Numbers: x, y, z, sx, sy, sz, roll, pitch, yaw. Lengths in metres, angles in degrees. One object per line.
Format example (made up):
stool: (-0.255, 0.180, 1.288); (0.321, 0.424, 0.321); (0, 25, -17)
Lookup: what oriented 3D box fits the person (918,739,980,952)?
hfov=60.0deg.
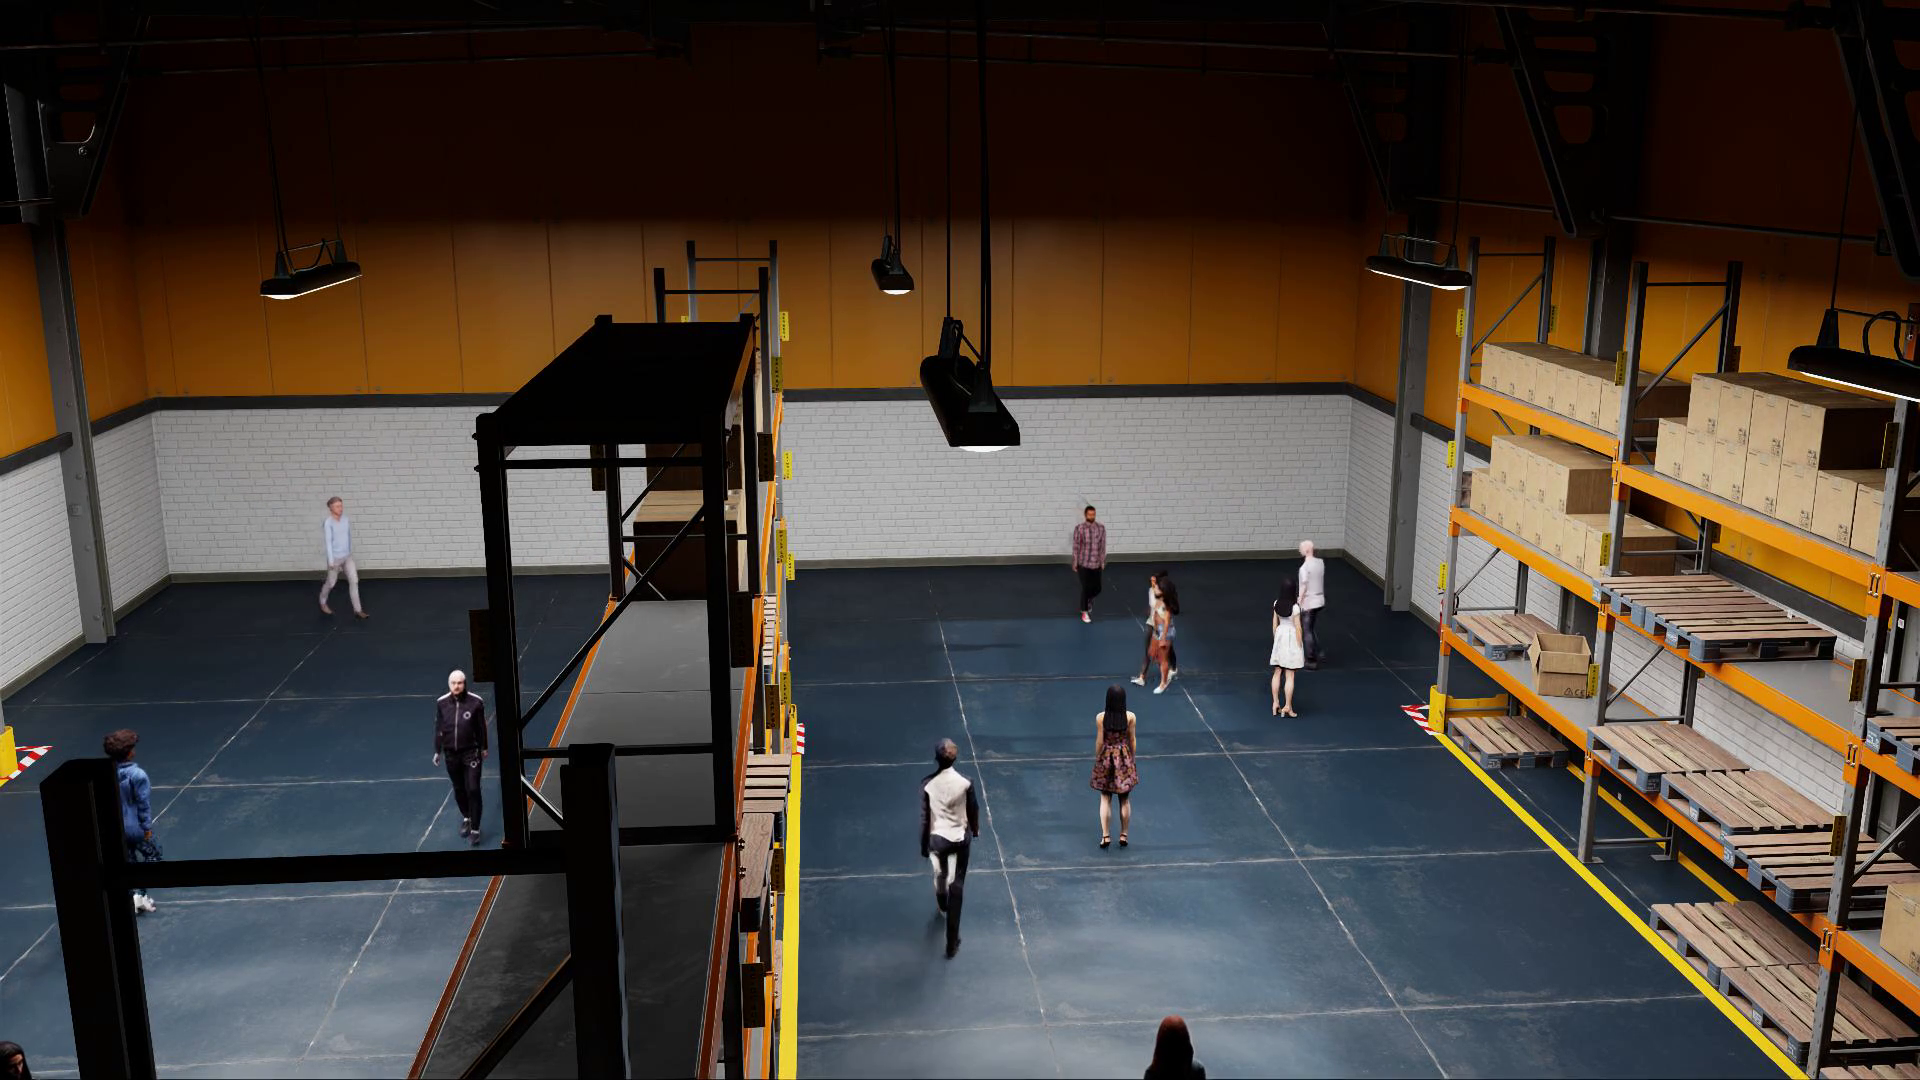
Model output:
person: (-0.097, 2.762, 14.917); (0.807, 1.840, 1.248); (1, 14, 4)

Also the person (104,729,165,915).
person: (-7.764, 2.660, 15.429); (0.787, 1.796, 0.796); (3, 14, 14)

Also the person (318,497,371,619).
person: (-9.451, 0.280, 25.140); (1.201, 1.852, 1.267); (8, 16, 29)

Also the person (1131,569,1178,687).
person: (2.716, 1.163, 22.081); (1.128, 1.576, 1.168); (13, 19, 43)

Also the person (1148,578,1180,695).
person: (2.721, 1.254, 21.657); (0.712, 1.598, 0.634); (-3, 14, -12)

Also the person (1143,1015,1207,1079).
person: (1.358, 3.854, 10.613); (0.591, 1.742, 0.522); (-2, 14, -8)

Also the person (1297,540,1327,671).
person: (4.852, 0.904, 22.652); (0.831, 1.811, 0.888); (-13, 19, -43)

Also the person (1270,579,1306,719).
person: (4.104, 1.351, 20.882); (0.832, 1.774, 0.750); (-11, 17, -38)

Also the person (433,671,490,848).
person: (-5.153, 2.199, 17.298); (0.726, 1.812, 0.961); (0, 14, 1)

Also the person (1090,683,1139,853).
person: (1.577, 2.304, 16.946); (0.649, 1.774, 0.647); (-1, 14, -6)

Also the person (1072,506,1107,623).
person: (1.929, 0.335, 25.142); (0.759, 1.745, 0.897); (-3, 14, -12)
